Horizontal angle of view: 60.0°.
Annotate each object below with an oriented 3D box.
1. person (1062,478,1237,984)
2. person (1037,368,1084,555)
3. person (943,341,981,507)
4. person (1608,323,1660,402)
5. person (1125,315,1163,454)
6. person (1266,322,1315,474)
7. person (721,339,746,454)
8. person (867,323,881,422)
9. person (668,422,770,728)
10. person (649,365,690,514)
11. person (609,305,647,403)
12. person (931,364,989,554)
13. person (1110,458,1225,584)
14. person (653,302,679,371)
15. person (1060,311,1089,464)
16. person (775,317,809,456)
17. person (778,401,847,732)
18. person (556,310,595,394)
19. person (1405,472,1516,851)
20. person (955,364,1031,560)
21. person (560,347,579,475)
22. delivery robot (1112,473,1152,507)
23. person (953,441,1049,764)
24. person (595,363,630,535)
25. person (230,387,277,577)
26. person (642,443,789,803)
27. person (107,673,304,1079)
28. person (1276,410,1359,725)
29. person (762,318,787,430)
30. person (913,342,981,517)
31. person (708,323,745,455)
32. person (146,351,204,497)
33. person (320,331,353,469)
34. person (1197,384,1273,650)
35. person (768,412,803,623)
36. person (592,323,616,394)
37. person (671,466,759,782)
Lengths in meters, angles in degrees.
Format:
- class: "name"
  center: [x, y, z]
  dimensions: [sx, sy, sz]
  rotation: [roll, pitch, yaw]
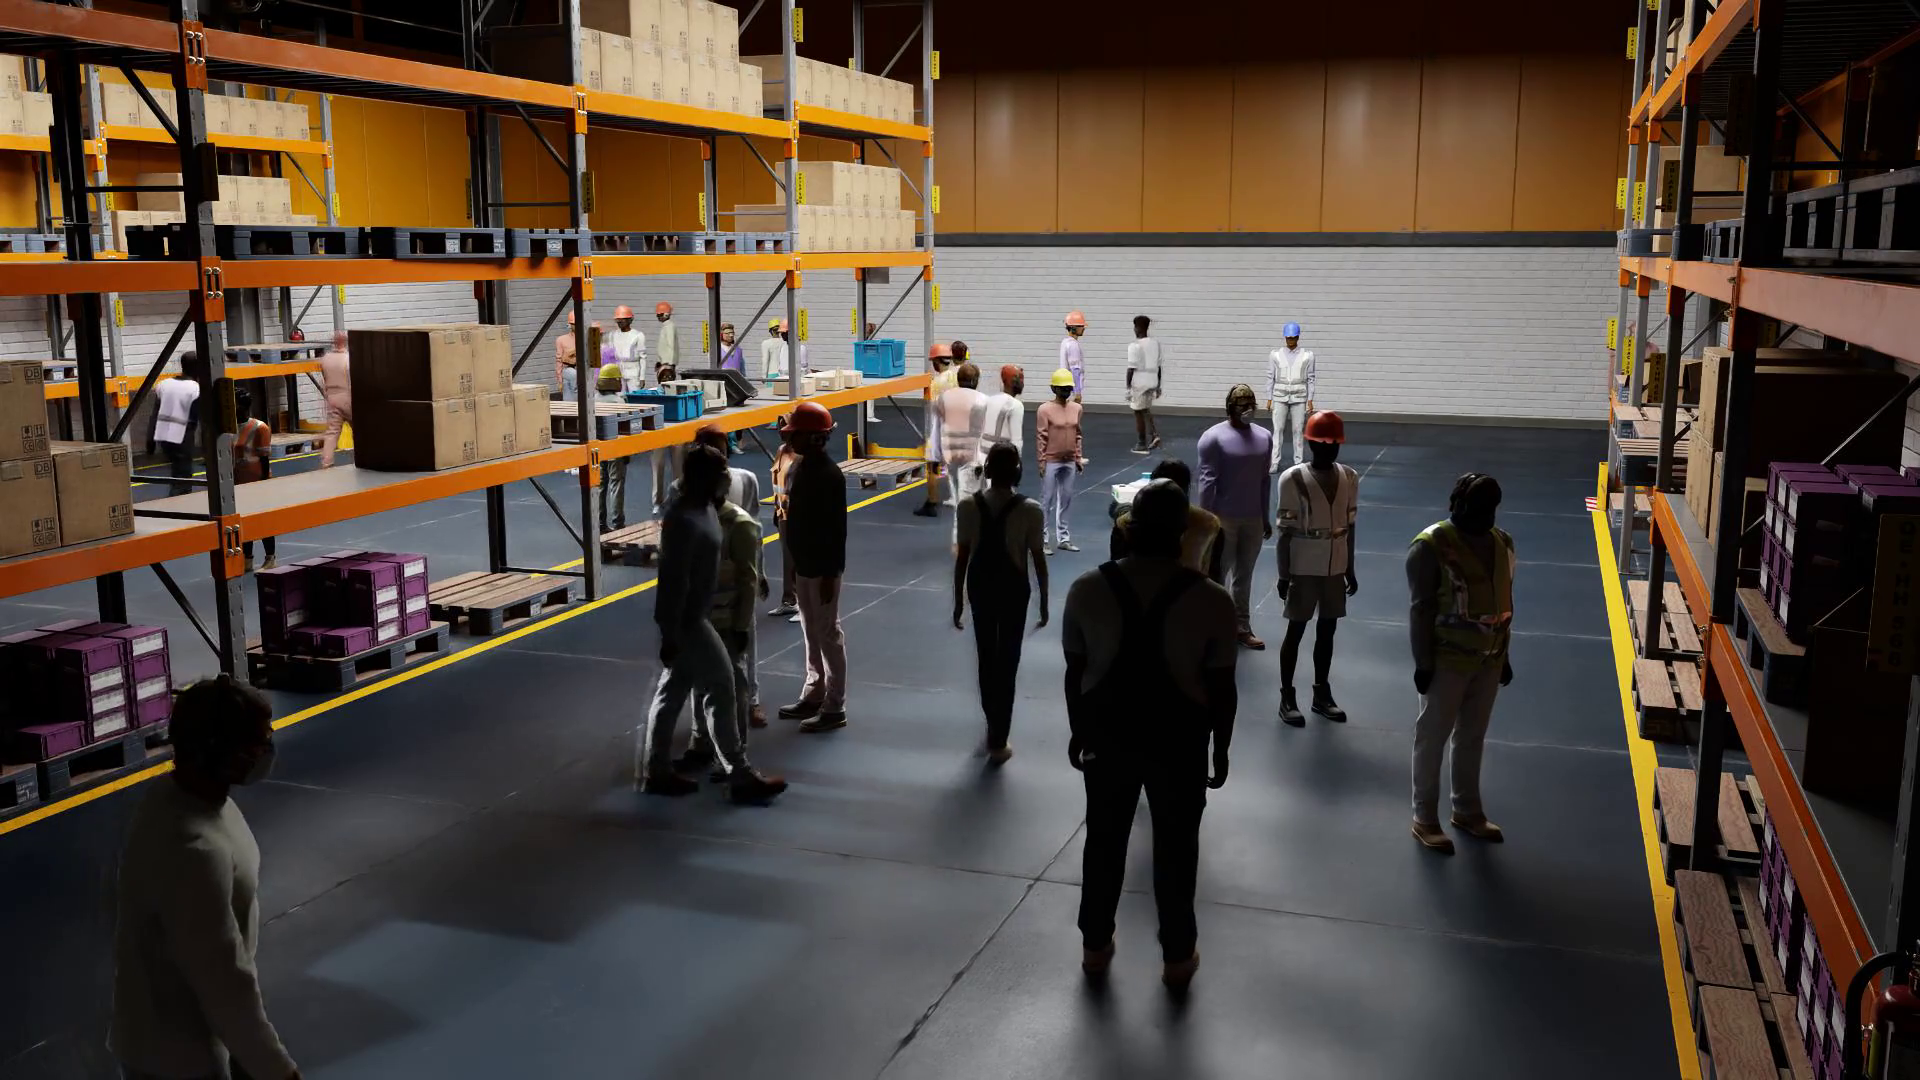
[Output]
- class: "person"
  center: [0.764, 0.742, 6.639]
  dimensions: [0.686, 2.000, 0.535]
  rotation: [3, 10, 15]
- class: "person"
  center: [0.957, -0.745, 15.788]
  dimensions: [0.526, 1.769, 0.328]
  rotation: [-6, 12, -32]
- class: "person"
  center: [-0.008, -1.297, 18.628]
  dimensions: [0.516, 1.863, 0.331]
  rotation: [-4, 11, -22]
- class: "person"
  center: [9.210, -2.013, 22.674]
  dimensions: [0.661, 1.859, 0.972]
  rotation: [2, 10, 12]
- class: "person"
  center: [2.557, -2.179, 23.331]
  dimensions: [0.635, 1.949, 0.416]
  rotation: [-8, 13, -38]
- class: "person"
  center: [4.218, -1.808, 21.259]
  dimensions: [0.616, 1.946, 0.392]
  rotation: [3, 10, 14]
- class: "person"
  center: [-3.265, -2.059, 23.385]
  dimensions: [0.541, 1.696, 0.319]
  rotation: [4, 11, 23]
- class: "person"
  center: [-1.501, -2.770, 27.554]
  dimensions: [0.307, 1.636, 0.525]
  rotation: [-4, 11, -22]
- class: "person"
  center: [-1.441, 0.225, 10.004]
  dimensions: [0.637, 1.879, 0.391]
  rotation: [-5, 11, -27]
- class: "person"
  center: [-3.182, -1.091, 18.120]
  dimensions: [0.516, 1.633, 0.313]
  rotation: [-2, 10, -11]
- class: "person"
  center: [-4.894, -2.418, 24.429]
  dimensions: [0.609, 2.044, 0.396]
  rotation: [3, 11, 19]
- class: "person"
  center: [0.092, -0.805, 16.066]
  dimensions: [0.637, 1.784, 0.983]
  rotation: [5, 11, 25]
- class: "person"
  center: [1.092, 0.445, 9.037]
  dimensions: [0.635, 1.779, 1.004]
  rotation: [0, 10, 1]
- class: "person"
  center: [-4.880, -2.947, 27.581]
  dimensions: [0.433, 1.988, 0.633]
  rotation: [-2, 10, -13]
- class: "person"
  center: [1.529, -2.034, 22.269]
  dimensions: [0.378, 2.044, 0.607]
  rotation: [-2, 10, -9]
- class: "person"
  center: [-2.327, -2.082, 22.838]
  dimensions: [0.552, 1.935, 0.373]
  rotation: [10, 14, 44]
- class: "person"
  center: [-0.880, 0.156, 10.066]
  dimensions: [0.378, 1.996, 0.611]
  rotation: [-5, 11, -25]
- class: "person"
  center: [-5.479, -2.292, 23.857]
  dimensions: [0.622, 1.994, 0.381]
  rotation: [-5, 11, -28]
- class: "person"
  center: [2.461, 0.583, 8.116]
  dimensions: [0.623, 1.839, 0.429]
  rotation: [-5, 11, -28]
- class: "person"
  center: [0.317, -0.715, 15.434]
  dimensions: [0.858, 1.838, 0.590]
  rotation: [-4, 11, -24]
- class: "person"
  center: [-4.936, -1.653, 21.274]
  dimensions: [0.283, 1.633, 0.497]
  rotation: [-6, 12, -30]
- class: "delivery robot"
  center: [1.947, -0.460, 17.327]
  dimensions: [0.707, 0.478, 0.477]
  rotation: [-1, 10, -3]
- class: "person"
  center: [0.265, 0.329, 9.609]
  dimensions: [0.525, 1.810, 0.848]
  rotation: [3, 10, 16]
- class: "person"
  center: [-3.508, -0.905, 16.760]
  dimensions: [0.493, 1.741, 0.310]
  rotation: [6, 12, 32]
- class: "person"
  center: [-6.306, -0.515, 14.710]
  dimensions: [0.530, 1.689, 0.321]
  rotation: [3, 10, 15]
- class: "person"
  center: [-1.294, 0.439, 8.745]
  dimensions: [0.914, 1.898, 0.659]
  rotation: [-1, 10, -4]
- class: "person"
  center: [-1.861, 1.257, 4.197]
  dimensions: [0.891, 1.884, 0.652]
  rotation: [-3, 11, -18]
- class: "person"
  center: [2.197, 0.169, 10.161]
  dimensions: [0.551, 1.935, 0.371]
  rotation: [-3, 11, -19]
- class: "person"
  center: [-2.916, -2.628, 26.395]
  dimensions: [0.528, 1.767, 0.329]
  rotation: [-7, 12, -33]
- class: "person"
  center: [-0.098, -1.165, 17.780]
  dimensions: [0.817, 1.909, 0.544]
  rotation: [8, 13, 36]
- class: "person"
  center: [-3.250, -2.090, 23.136]
  dimensions: [0.389, 1.847, 0.563]
  rotation: [9, 14, 42]
- class: "person"
  center: [-7.788, -0.960, 16.698]
  dimensions: [0.609, 1.866, 0.744]
  rotation: [4, 11, 21]
- class: "person"
  center: [-7.709, -1.693, 20.907]
  dimensions: [0.653, 1.850, 1.022]
  rotation: [3, 11, 18]
- class: "person"
  center: [1.994, -0.155, 11.980]
  dimensions: [0.630, 1.940, 0.373]
  rotation: [-6, 12, -29]
- class: "person"
  center: [-1.296, -0.184, 12.984]
  dimensions: [0.307, 1.641, 0.513]
  rotation: [-7, 12, -36]
- class: "person"
  center: [-4.899, -1.983, 22.420]
  dimensions: [0.802, 1.882, 0.567]
  rotation: [-5, 11, -26]
- class: "person"
  center: [-1.369, 0.412, 9.120]
  dimensions: [0.587, 1.822, 0.404]
  rotation: [9, 13, 41]
